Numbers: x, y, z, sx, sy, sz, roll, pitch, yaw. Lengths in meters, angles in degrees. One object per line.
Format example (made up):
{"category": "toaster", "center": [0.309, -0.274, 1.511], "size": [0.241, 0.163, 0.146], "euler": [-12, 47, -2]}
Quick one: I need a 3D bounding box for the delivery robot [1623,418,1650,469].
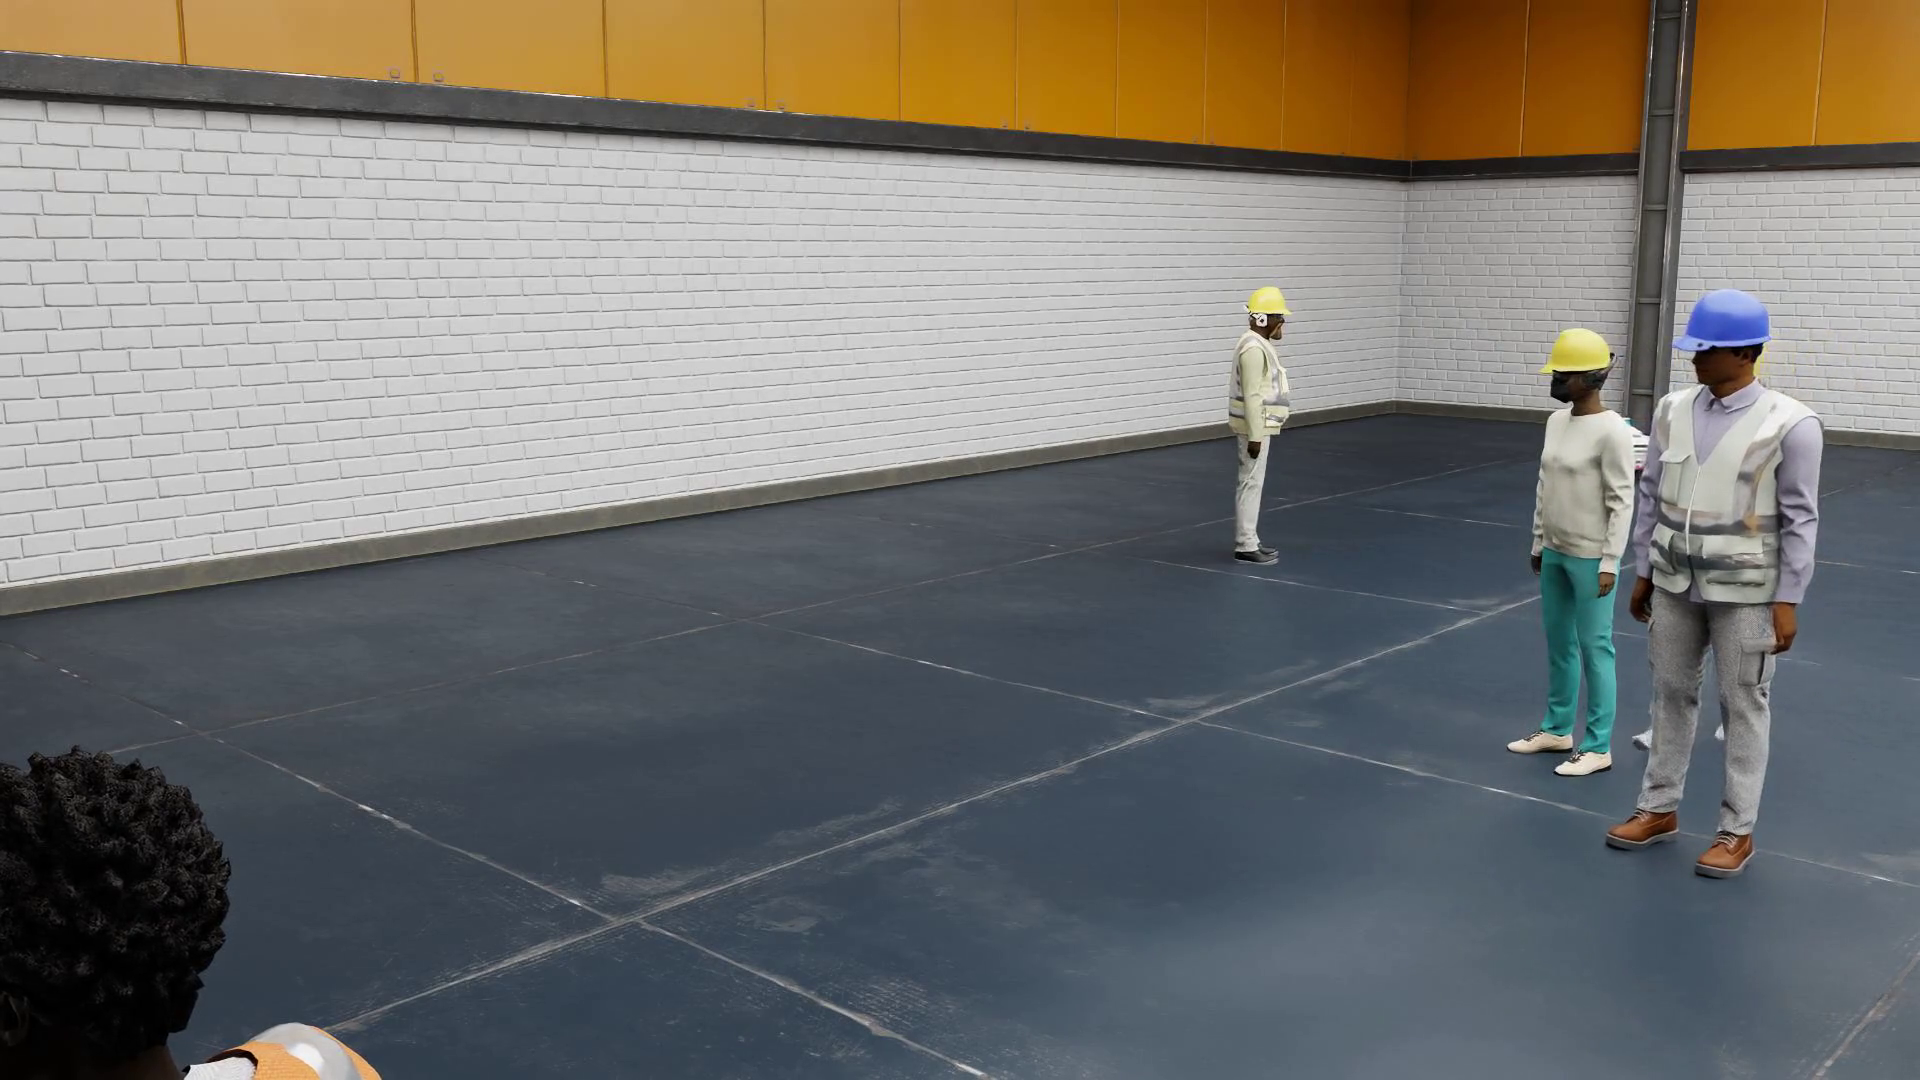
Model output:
{"category": "delivery robot", "center": [5.933, -0.853, 14.900], "size": [0.477, 0.478, 0.707], "euler": [-1, 10, -4]}

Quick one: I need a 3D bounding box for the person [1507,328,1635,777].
{"category": "person", "center": [2.423, 0.051, 6.581], "size": [0.328, 1.765, 0.532], "euler": [-2, 10, -13]}

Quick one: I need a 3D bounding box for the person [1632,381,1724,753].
{"category": "person", "center": [3.095, 0.042, 6.808], "size": [0.896, 1.691, 0.502], "euler": [-9, 14, -43]}

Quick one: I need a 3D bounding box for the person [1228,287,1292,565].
{"category": "person", "center": [1.969, -0.747, 10.966], "size": [0.403, 1.824, 0.594], "euler": [2, 10, 11]}

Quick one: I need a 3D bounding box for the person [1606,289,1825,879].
{"category": "person", "center": [2.513, 0.144, 5.541], "size": [0.402, 1.942, 0.603], "euler": [-6, 12, -33]}

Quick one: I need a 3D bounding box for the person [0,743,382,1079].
{"category": "person", "center": [-0.654, 0.998, 1.400], "size": [0.320, 1.694, 0.532], "euler": [3, 10, 18]}
